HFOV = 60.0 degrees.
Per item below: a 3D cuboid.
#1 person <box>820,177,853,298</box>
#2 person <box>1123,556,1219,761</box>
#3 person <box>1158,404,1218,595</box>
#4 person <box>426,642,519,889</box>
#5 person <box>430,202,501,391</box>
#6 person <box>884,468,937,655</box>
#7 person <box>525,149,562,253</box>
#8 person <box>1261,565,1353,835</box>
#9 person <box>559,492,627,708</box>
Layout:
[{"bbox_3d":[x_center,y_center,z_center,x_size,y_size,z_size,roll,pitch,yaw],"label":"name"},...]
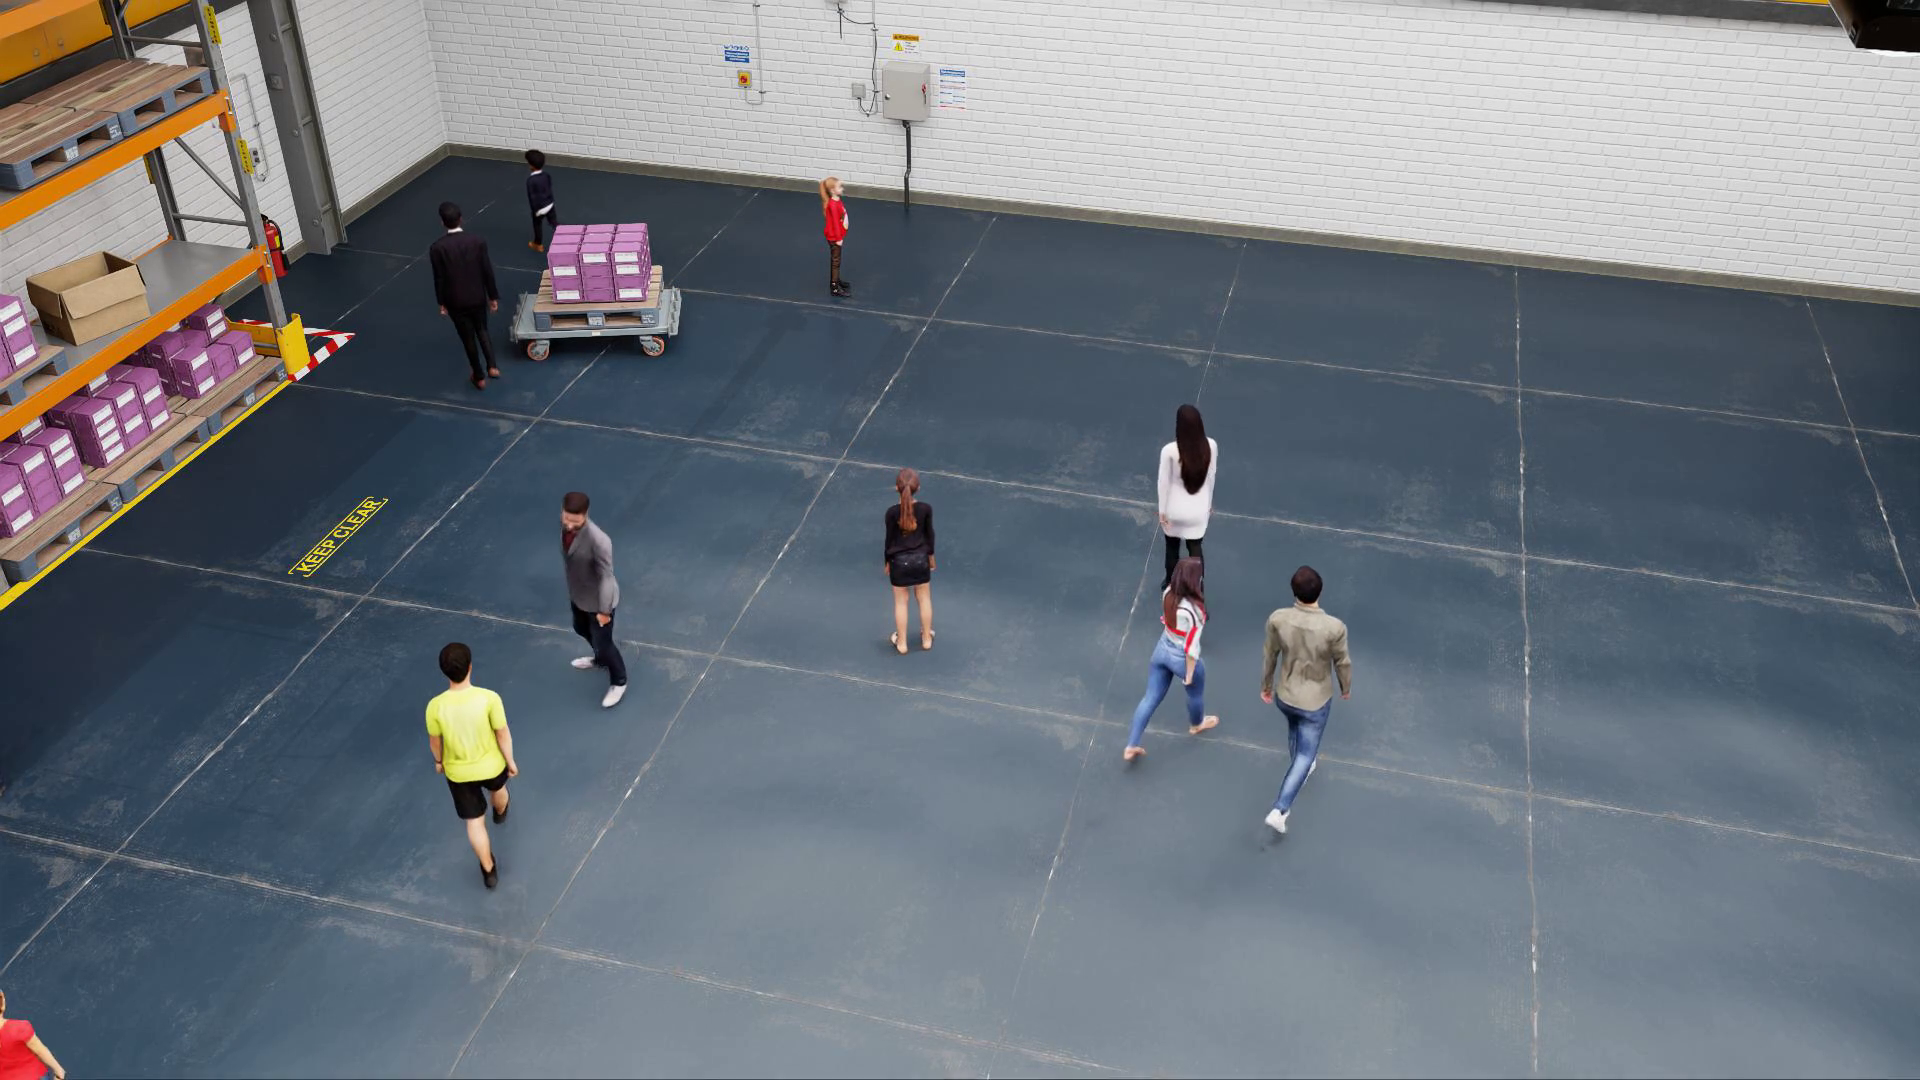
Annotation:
[{"bbox_3d":[-1.321,-3.241,17.678,0.618,1.281,0.529,-3,34,-4],"label":"person"},{"bbox_3d":[1.402,0.838,11.279,1.155,1.573,1.036,-22,40,-30],"label":"person"},{"bbox_3d":[1.731,-0.181,12.611,0.856,1.795,1.038,-6,34,-8],"label":"person"},{"bbox_3d":[-3.000,1.431,10.296,0.977,1.673,1.140,-10,35,-14],"label":"person"},{"bbox_3d":[-4.629,-2.239,15.643,0.861,1.866,0.921,-17,37,-23],"label":"person"},{"bbox_3d":[-0.372,0.147,12.334,0.632,1.555,0.661,-7,34,-10],"label":"person"},{"bbox_3d":[-4.613,-3.759,18.521,0.754,1.211,0.809,23,40,30],"label":"person"},{"bbox_3d":[2.181,1.050,10.711,0.929,1.847,1.251,21,39,28],"label":"person"},{"bbox_3d":[-2.583,0.361,11.761,0.917,1.833,0.953,-17,37,-24],"label":"person"}]
